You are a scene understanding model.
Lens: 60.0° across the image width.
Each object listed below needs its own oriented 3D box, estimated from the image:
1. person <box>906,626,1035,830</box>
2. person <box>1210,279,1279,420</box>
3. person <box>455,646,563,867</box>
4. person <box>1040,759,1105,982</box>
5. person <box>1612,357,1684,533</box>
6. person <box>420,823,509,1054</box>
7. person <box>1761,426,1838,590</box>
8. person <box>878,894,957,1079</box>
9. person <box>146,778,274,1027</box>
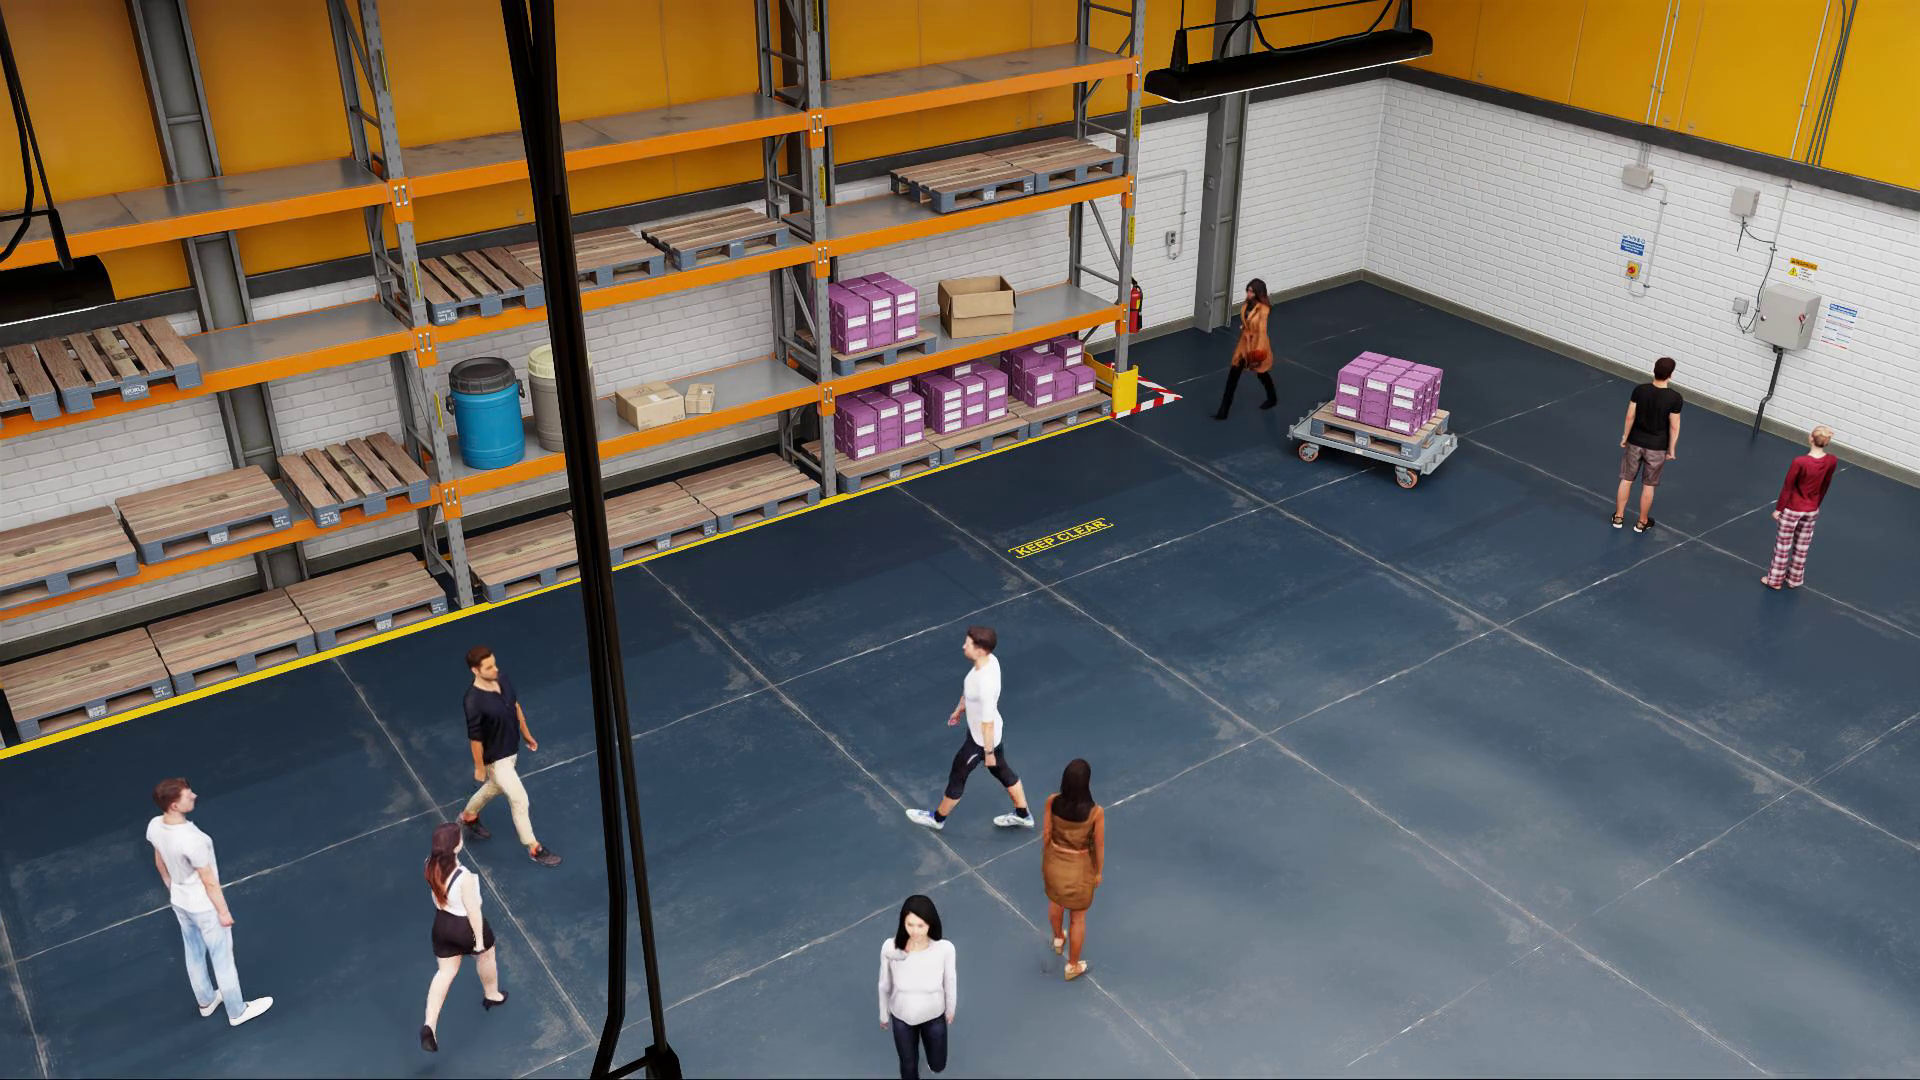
[{"bbox_3d":[0.268,1.437,12.332,1.291,1.808,1.169,2,29,4],"label":"person"},{"bbox_3d":[3.427,-2.172,19.098,1.186,1.666,0.721,-16,32,-27],"label":"person"},{"bbox_3d":[-3.438,1.536,12.137,1.173,1.821,1.161,7,29,12],"label":"person"},{"bbox_3d":[0.712,2.212,11.049,0.742,1.678,0.800,13,31,22],"label":"person"},{"bbox_3d":[6.889,-0.971,16.692,0.766,1.861,0.720,17,33,28],"label":"person"},{"bbox_3d":[-3.230,2.524,10.533,0.914,1.623,1.082,11,30,19],"label":"person"},{"bbox_3d":[7.918,-0.315,15.660,0.602,1.698,0.742,-4,29,-7],"label":"person"},{"bbox_3d":[-0.242,2.785,9.991,0.913,1.685,0.944,1,29,2],"label":"person"},{"bbox_3d":[-4.893,2.322,10.663,0.724,1.852,0.705,15,32,25],"label":"person"}]
